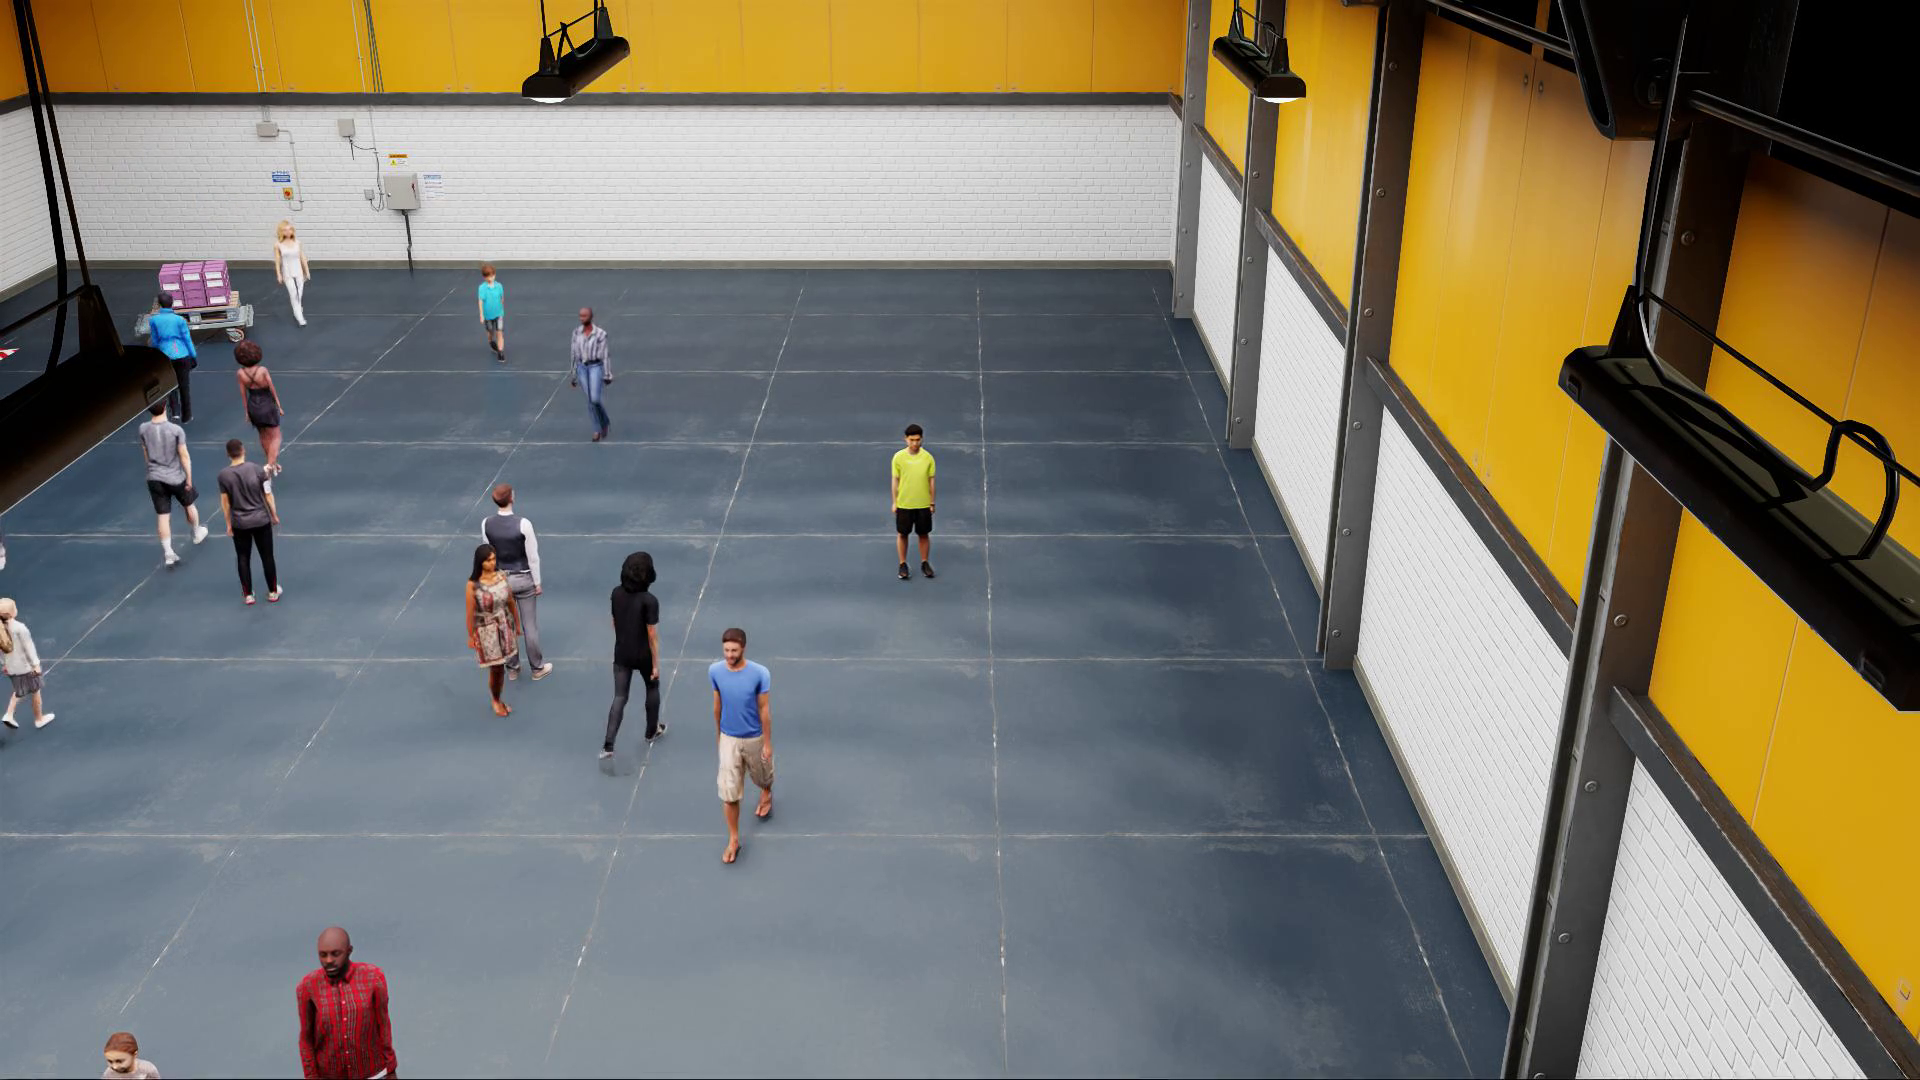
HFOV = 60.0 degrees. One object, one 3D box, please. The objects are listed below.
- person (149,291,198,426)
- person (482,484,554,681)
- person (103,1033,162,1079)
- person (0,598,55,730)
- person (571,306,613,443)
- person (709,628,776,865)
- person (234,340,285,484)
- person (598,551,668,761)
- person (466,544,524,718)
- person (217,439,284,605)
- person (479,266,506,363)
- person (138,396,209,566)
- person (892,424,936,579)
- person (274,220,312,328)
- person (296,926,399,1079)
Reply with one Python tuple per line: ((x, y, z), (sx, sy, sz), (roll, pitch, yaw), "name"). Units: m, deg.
((-10.307, -2.352, 21.757), (0.696, 1.786, 0.649), (-5, 24, -10), "person")
((-4.111, 0.381, 15.315), (0.682, 1.937, 0.613), (3, 24, 7), "person")
((-4.697, 3.312, 9.539), (0.510, 1.194, 0.486), (-3, 24, -7), "person")
((-8.229, 1.105, 14.499), (0.604, 1.265, 0.727), (7, 25, 15), "person")
((-4.682, -2.137, 21.269), (0.702, 1.782, 0.707), (6, 24, 14), "person")
((-1.654, 1.479, 12.924), (0.732, 1.842, 1.220), (2, 24, 5), "person")
((-8.308, -1.482, 19.794), (0.597, 1.764, 0.995), (1, 24, 3), "person")
((-2.797, 1.019, 14.052), (0.852, 1.780, 1.132), (5, 24, 12), "person")
((-4.204, 0.776, 14.789), (0.868, 1.636, 0.804), (19, 30, 36), "person")
((-7.173, -0.181, 16.817), (0.713, 1.764, 0.681), (-7, 25, -15), "person")
((-6.890, -3.368, 24.562), (0.761, 1.400, 1.065), (-9, 25, -19), "person")
((-8.489, -0.620, 17.729), (0.738, 1.838, 1.180), (-2, 24, -4), "person")
((-0.499, -0.418, 17.433), (0.615, 1.706, 0.536), (-1, 24, -3), "person")
((-10.534, -4.210, 26.179), (0.933, 1.648, 1.008), (-20, 30, -38), "person")
((-3.475, 2.984, 9.506), (0.728, 1.820, 0.686), (-7, 25, -15), "person")
